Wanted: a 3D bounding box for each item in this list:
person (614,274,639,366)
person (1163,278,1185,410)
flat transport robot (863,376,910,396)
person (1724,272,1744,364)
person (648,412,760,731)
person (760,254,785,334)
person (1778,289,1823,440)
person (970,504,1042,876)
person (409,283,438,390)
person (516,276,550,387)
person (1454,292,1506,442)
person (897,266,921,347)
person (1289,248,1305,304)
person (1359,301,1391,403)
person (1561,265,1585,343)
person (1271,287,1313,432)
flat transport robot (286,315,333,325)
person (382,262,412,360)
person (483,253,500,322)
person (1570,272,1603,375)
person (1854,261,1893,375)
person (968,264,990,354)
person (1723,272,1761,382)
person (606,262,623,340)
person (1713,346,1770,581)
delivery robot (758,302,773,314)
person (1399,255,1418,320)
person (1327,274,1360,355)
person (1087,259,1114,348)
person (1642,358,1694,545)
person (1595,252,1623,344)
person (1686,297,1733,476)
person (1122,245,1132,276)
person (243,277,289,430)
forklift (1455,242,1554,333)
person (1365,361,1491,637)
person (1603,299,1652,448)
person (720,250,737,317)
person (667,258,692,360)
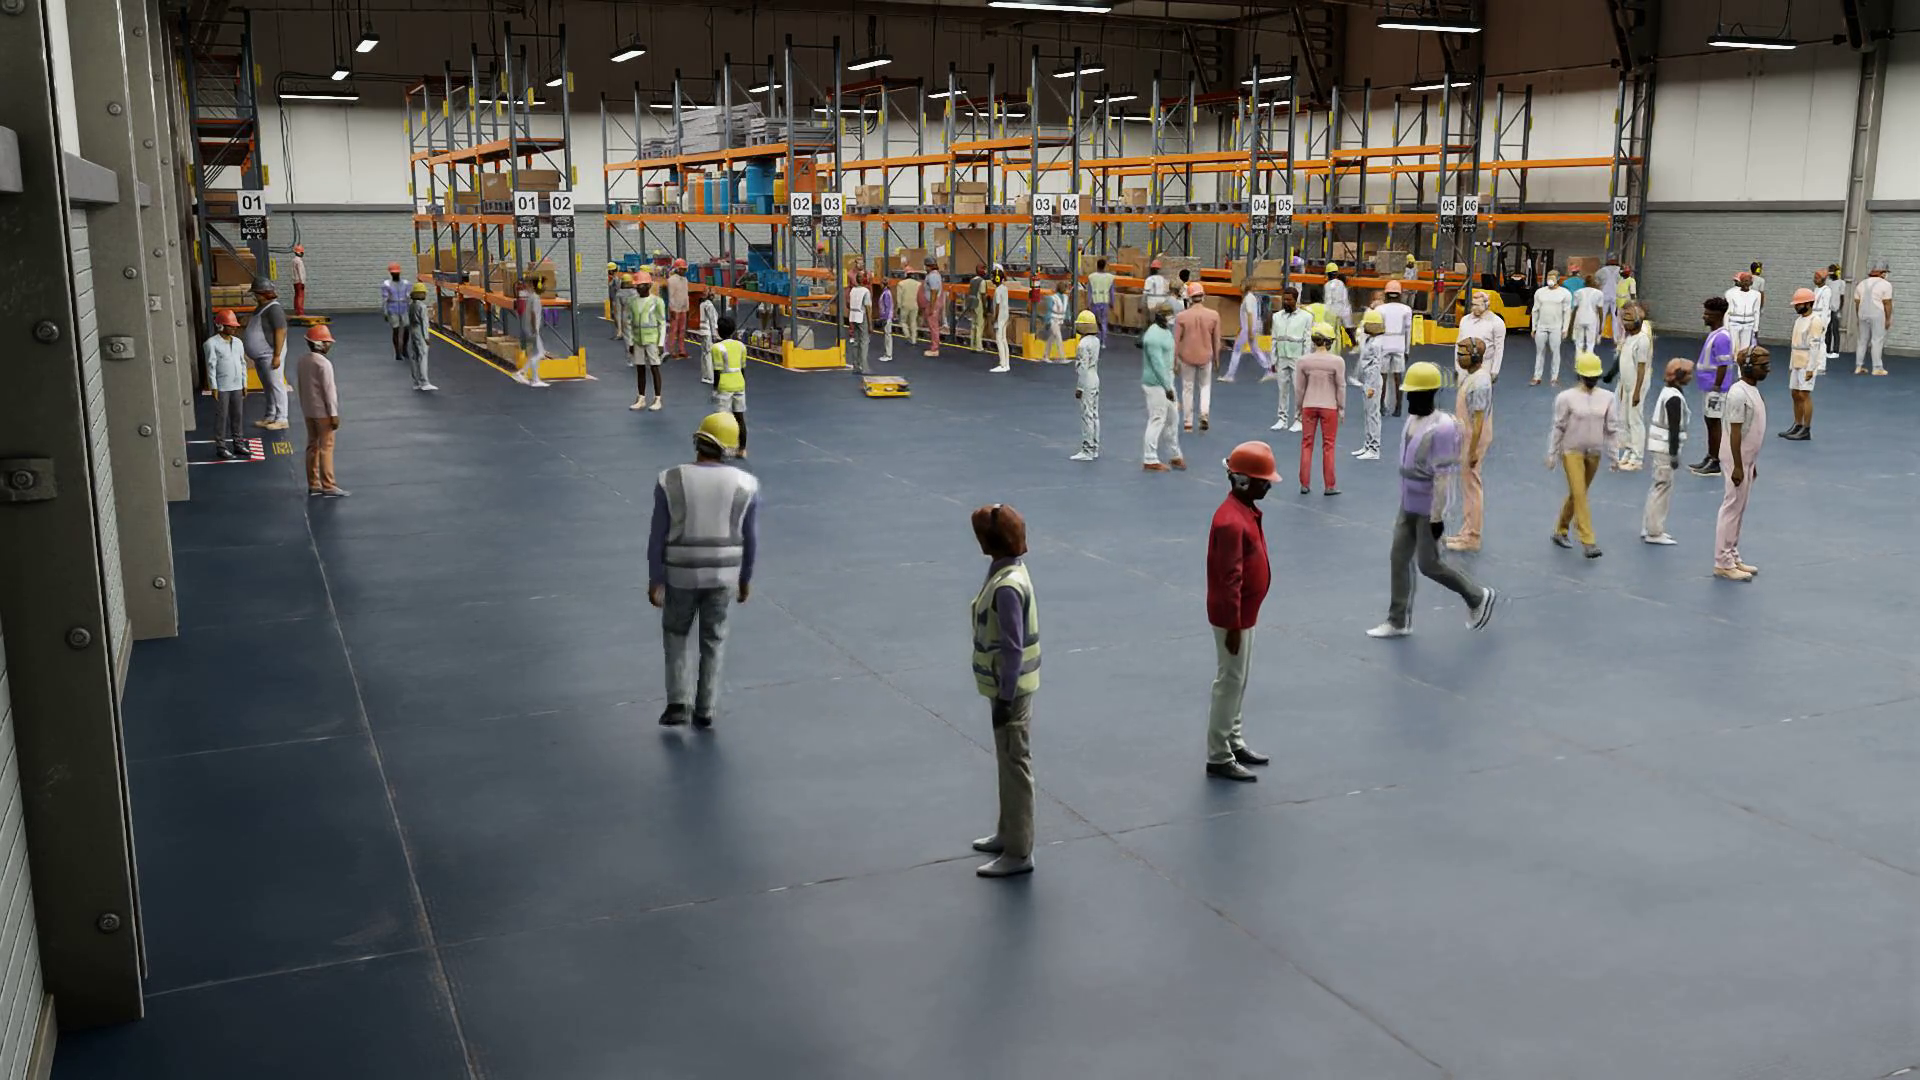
[{"bbox_3d":[-6.308,-4.175,31.536,0.504,1.718,0.689,-4,12,-22],"label":"person"},{"bbox_3d":[3.107,-2.867,24.393,0.377,1.931,0.627,-1,11,-7],"label":"person"},{"bbox_3d":[-1.189,-2.471,26.599,0.652,0.197,1.431,-1,11,-6],"label":"flat transport robot"},{"bbox_3d":[14.840,-4.231,31.761,0.323,1.752,0.562,-4,12,-21],"label":"person"},{"bbox_3d":[-1.419,0.189,9.214,0.619,1.798,0.405,-3,12,-15],"label":"person"},{"bbox_3d":[-4.253,-5.580,38.011,0.673,2.000,0.832,-8,14,-34],"label":"person"},{"bbox_3d":[10.711,-2.232,21.189,0.388,1.924,0.549,0,11,0],"label":"person"},{"bbox_3d":[0.198,0.650,7.261,0.315,1.636,0.515,0,11,1],"label":"person"},{"bbox_3d":[-8.819,-3.331,27.230,0.314,1.740,0.486,-11,15,-43],"label":"person"},{"bbox_3d":[-7.057,-3.440,27.547,0.517,1.842,0.523,-5,12,-23],"label":"person"},{"bbox_3d":[6.454,-2.148,20.801,0.409,1.904,0.640,-10,15,-42],"label":"person"},{"bbox_3d":[-1.094,-5.031,35.858,0.604,1.732,0.454,-5,12,-23],"label":"person"},{"bbox_3d":[9.855,-7.639,48.864,0.625,1.844,0.429,8,14,35],"label":"person"},{"bbox_3d":[6.068,-2.663,24.170,0.516,1.602,0.503,-1,11,-7],"label":"person"},{"bbox_3d":[13.698,-5.277,37.188,0.558,1.713,0.835,3,11,13],"label":"person"},{"bbox_3d":[4.390,-2.394,22.047,0.584,1.911,0.391,9,14,39],"label":"person"},{"bbox_3d":[-16.848,-5.659,42.801,1.431,0.197,0.652,8,14,34],"label":"flat transport robot"},{"bbox_3d":[-11.022,-4.485,32.633,0.565,1.915,0.511,-6,13,-27],"label":"person"},{"bbox_3d":[-12.407,-6.697,44.057,0.563,1.847,0.388,3,11,14],"label":"person"},{"bbox_3d":[11.053,-3.795,29.362,0.532,1.833,0.508,4,12,21],"label":"person"},{"bbox_3d":[16.380,-3.976,29.739,0.536,2.000,0.673,-5,12,-22],"label":"person"},{"bbox_3d":[0.371,-4.734,34.092,0.377,1.841,0.567,-5,12,-25],"label":"person"},{"bbox_3d":[13.194,-3.577,28.105,0.572,1.886,0.358,2,11,8],"label":"person"},{"bbox_3d":[-7.854,-5.424,37.819,0.328,1.760,0.523,-4,12,-19],"label":"person"},{"bbox_3d":[6.178,-0.608,13.120,0.345,1.846,0.508,8,14,34],"label":"person"},{"bbox_3d":[-5.297,-6.368,45.443,0.477,0.478,0.707,-3,11,-16],"label":"delivery robot"},{"bbox_3d":[11.294,-6.263,41.895,0.603,1.828,0.404,-4,12,-21],"label":"person"},{"bbox_3d":[7.775,-4.589,33.865,0.863,1.649,0.533,-1,11,-7],"label":"person"},{"bbox_3d":[3.000,-5.092,35.785,0.619,1.890,0.746,-2,11,-10],"label":"person"},{"bbox_3d":[6.171,-0.770,14.499,0.325,1.624,0.530,3,12,17],"label":"person"},{"bbox_3d":[14.351,-5.343,36.684,0.686,2.000,0.535,5,12,22],"label":"person"},{"bbox_3d":[8.281,-1.685,18.283,0.369,1.965,0.609,4,12,18],"label":"person"},{"bbox_3d":[5.461,-8.617,53.823,0.495,1.854,0.512,1,11,6],"label":"person"},{"bbox_3d":[-9.290,-2.499,22.231,0.539,2.000,0.688,-10,15,-41],"label":"person"},{"bbox_3d":[13.047,-6.049,39.881,2.313,2.155,1.214,-5,12,-23],"label":"forklift"},{"bbox_3d":[3.196,-0.262,11.238,0.773,1.901,0.587,-2,11,-11],"label":"person"},{"bbox_3d":[8.175,-2.029,20.380,0.520,1.829,0.644,5,12,25],"label":"person"},{"bbox_3d":[-6.489,-7.182,46.543,0.576,1.846,0.890,5,12,22],"label":"person"},{"bbox_3d":[-5.525,-4.548,32.808,0.413,1.986,0.605,6,13,27],"label":"person"}]
